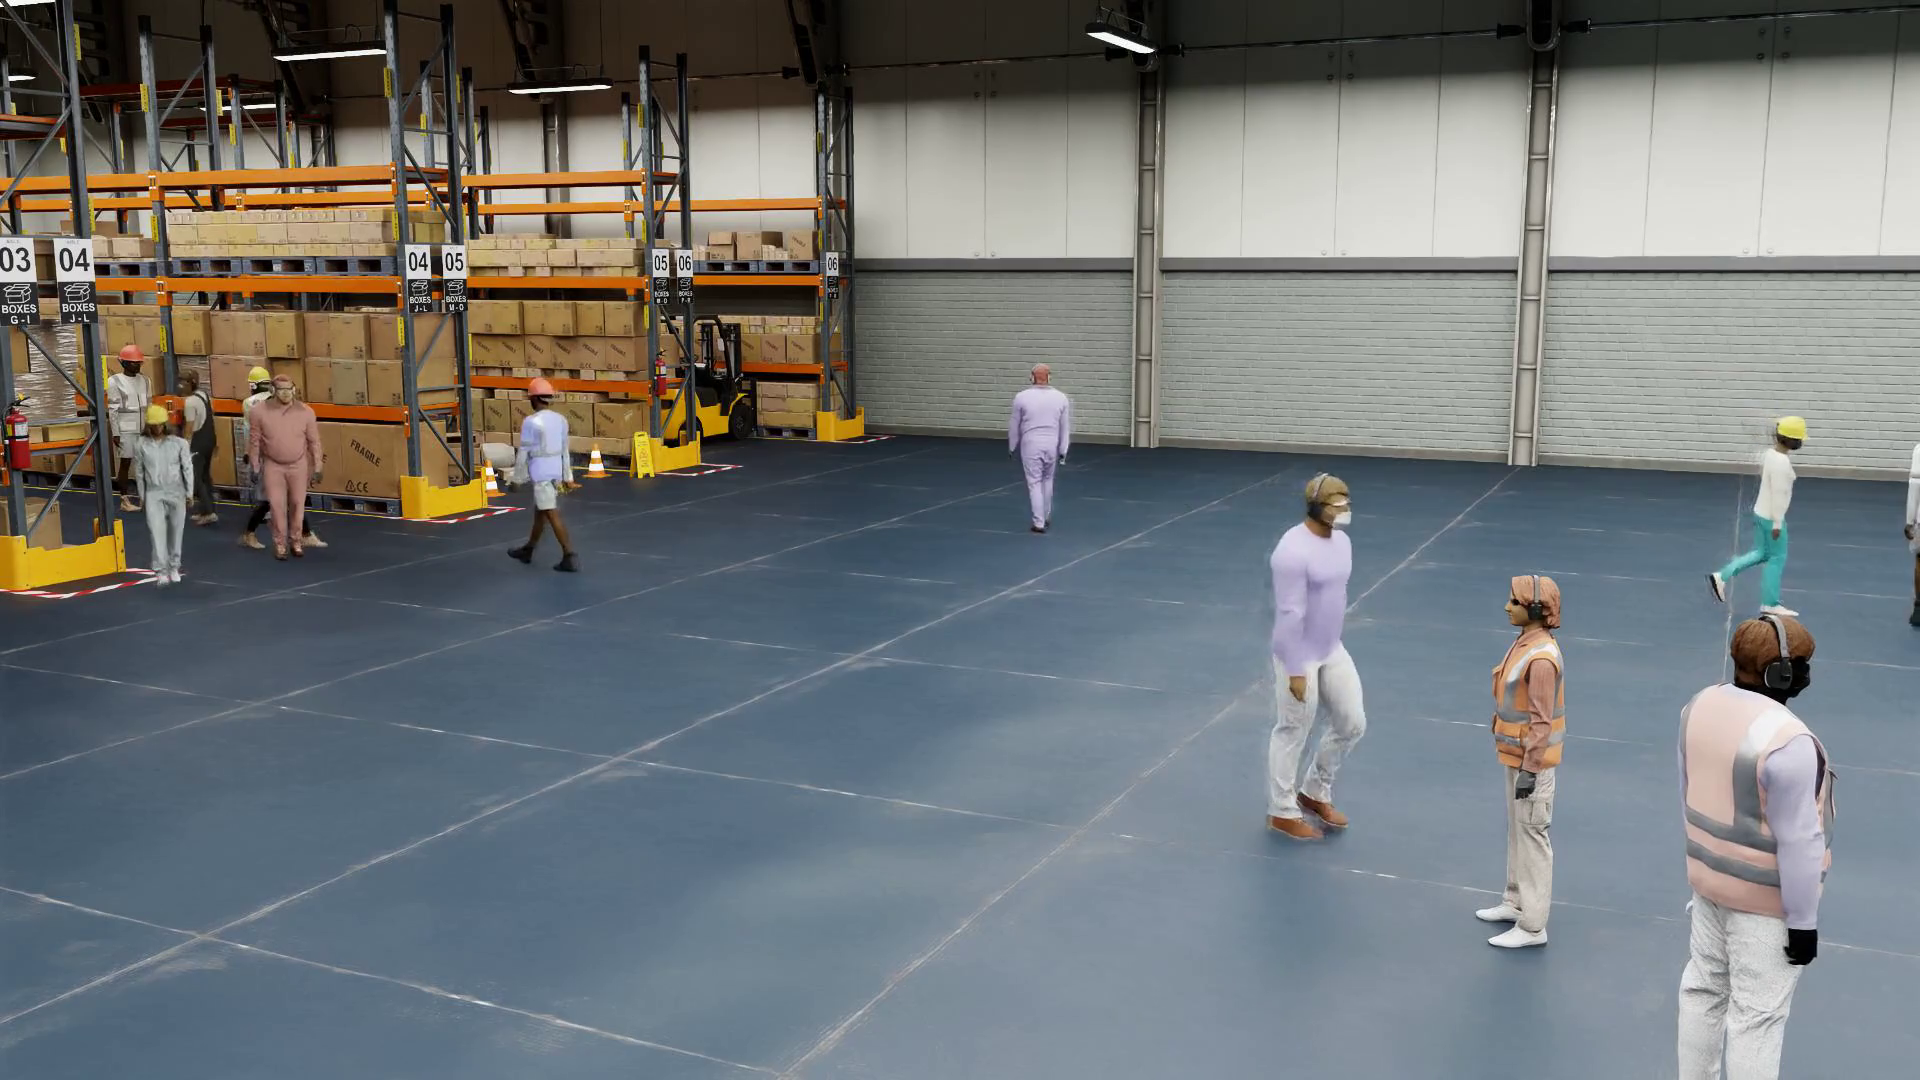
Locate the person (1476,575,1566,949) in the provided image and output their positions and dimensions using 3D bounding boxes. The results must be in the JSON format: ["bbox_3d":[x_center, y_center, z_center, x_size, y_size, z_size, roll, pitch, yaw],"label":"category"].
[{"bbox_3d":[2.475,0.958,7.267,0.307,1.641,0.514,1,9,9],"label":"person"}]

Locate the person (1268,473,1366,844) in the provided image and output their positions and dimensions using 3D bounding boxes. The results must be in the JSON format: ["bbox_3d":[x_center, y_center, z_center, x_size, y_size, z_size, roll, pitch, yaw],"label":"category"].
[{"bbox_3d":[1.815,0.615,8.517,0.648,1.924,0.475,-9,13,-43],"label":"person"}]

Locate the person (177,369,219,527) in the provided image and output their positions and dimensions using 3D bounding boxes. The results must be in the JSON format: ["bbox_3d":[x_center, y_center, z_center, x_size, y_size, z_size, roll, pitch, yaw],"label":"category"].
[{"bbox_3d":[-8.756,-1.073,19.207,0.524,1.821,0.646,0,9,1],"label":"person"}]

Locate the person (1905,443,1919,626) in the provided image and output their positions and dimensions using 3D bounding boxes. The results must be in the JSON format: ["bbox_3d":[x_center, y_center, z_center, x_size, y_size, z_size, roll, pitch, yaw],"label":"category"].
[{"bbox_3d":[8.005,-0.199,13.527,0.564,1.905,0.791,4,10,25],"label":"person"}]

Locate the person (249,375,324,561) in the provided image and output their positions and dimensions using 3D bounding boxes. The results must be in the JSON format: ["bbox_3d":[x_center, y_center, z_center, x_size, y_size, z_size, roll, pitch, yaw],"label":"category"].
[{"bbox_3d":[-6.793,-0.722,16.829,0.686,1.873,0.830,-5,11,-29],"label":"person"}]

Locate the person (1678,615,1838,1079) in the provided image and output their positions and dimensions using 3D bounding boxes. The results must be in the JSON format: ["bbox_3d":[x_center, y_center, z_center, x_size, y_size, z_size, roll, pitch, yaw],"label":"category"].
[{"bbox_3d":[2.611,1.151,5.466,0.429,1.844,0.627,-1,9,-8],"label":"person"}]

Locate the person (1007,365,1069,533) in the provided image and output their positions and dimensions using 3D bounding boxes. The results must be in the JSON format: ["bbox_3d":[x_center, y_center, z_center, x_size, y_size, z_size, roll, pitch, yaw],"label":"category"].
[{"bbox_3d":[0.855,-1.045,18.854,0.646,1.871,0.867,-3,10,-16],"label":"person"}]

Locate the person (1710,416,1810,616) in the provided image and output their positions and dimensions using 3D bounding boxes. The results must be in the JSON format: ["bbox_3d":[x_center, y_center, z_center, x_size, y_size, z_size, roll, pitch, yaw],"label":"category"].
[{"bbox_3d":[6.814,-0.205,14.130,0.644,1.726,0.570,3,10,16],"label":"person"}]

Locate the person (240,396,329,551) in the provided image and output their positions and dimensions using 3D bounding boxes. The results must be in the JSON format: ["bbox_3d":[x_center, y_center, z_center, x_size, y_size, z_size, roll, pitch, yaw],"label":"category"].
[{"bbox_3d":[-7.160,-0.695,17.422,0.859,1.664,0.536,0,9,0],"label":"person"}]

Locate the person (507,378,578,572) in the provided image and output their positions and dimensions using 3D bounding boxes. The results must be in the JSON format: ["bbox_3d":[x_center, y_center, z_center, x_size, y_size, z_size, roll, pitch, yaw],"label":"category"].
[{"bbox_3d":[-4.118,-0.644,16.340,0.996,1.884,0.547,4,10,26],"label":"person"}]

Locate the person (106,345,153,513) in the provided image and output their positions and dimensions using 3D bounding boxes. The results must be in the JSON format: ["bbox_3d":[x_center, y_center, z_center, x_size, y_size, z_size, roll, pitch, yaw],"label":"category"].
[{"bbox_3d":[-10.020,-1.347,20.203,0.403,2.035,0.606,4,10,24],"label":"person"}]

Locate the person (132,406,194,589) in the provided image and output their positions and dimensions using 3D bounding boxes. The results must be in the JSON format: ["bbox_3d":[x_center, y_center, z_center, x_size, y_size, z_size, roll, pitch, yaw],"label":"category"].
[{"bbox_3d":[-7.348,-0.393,15.392,0.491,1.685,0.923,-5,11,-29],"label":"person"}]

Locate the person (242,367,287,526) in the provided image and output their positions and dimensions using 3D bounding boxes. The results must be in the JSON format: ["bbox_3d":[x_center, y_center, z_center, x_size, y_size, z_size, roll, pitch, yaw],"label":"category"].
[{"bbox_3d":[-8.009,-1.075,19.141,0.404,1.833,0.590,4,10,24],"label":"person"}]
